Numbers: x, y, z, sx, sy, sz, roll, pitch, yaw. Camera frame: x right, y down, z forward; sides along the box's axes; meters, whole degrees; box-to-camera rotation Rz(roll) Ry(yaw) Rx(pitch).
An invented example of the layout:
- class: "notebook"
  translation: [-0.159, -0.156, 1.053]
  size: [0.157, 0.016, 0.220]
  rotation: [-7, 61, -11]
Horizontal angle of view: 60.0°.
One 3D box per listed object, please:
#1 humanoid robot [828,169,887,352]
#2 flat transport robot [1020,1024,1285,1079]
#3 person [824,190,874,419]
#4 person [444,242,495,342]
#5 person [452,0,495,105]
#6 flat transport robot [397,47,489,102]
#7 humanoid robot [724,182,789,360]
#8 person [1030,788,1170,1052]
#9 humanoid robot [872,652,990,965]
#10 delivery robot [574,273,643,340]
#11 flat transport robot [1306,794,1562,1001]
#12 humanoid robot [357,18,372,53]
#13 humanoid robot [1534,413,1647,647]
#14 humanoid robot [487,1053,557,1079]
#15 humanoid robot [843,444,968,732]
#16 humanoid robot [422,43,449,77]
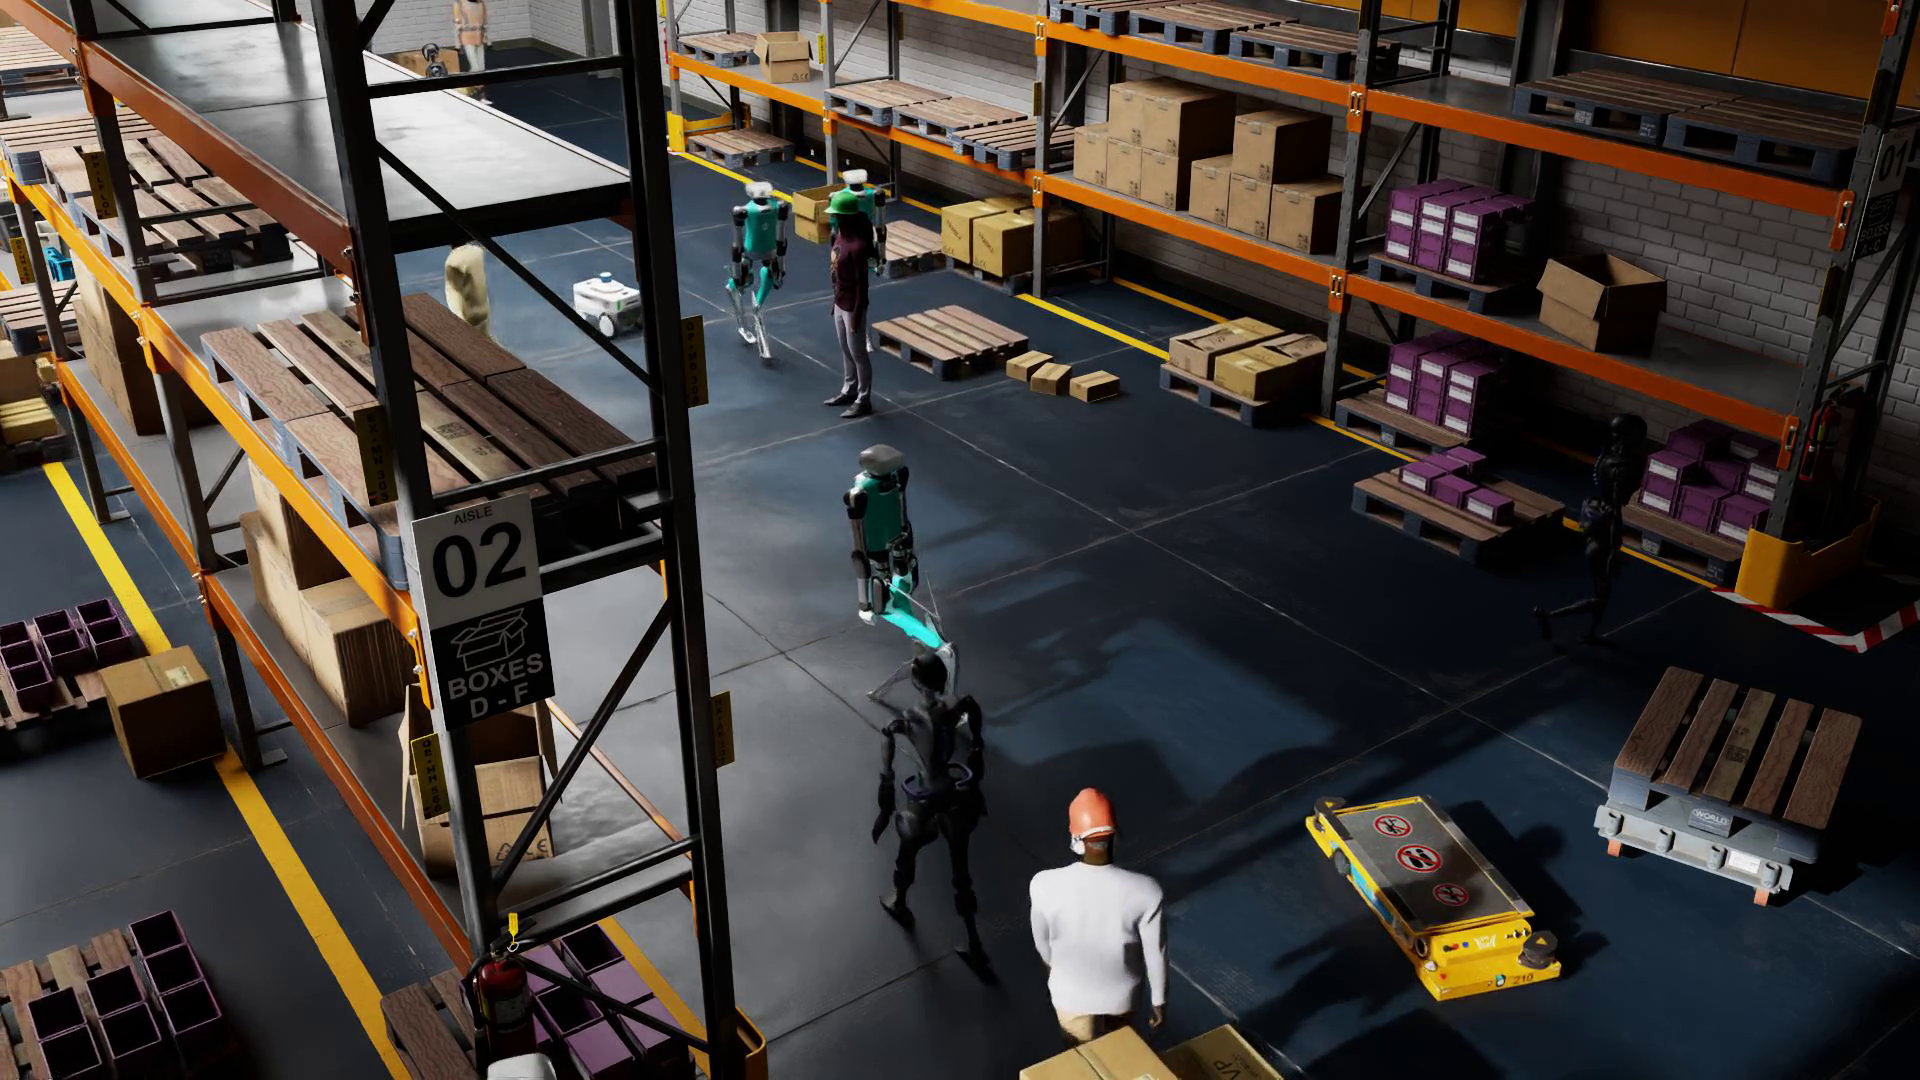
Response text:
- class: "humanoid robot"
  translation: [-1.027, -2.739, 15.838]
  size: [0.547, 1.770, 0.975]
  rotation: [-7, 28, -14]
- class: "flat transport robot"
  translation: [0.982, 2.797, 6.425]
  size: [1.431, 0.231, 0.659]
  rotation: [-14, 30, -26]
- class: "person"
  translation: [-0.919, -2.001, 14.097]
  size: [0.417, 1.952, 0.488]
  rotation: [-13, 29, -24]
- class: "person"
  translation: [-4.307, -1.978, 14.311]
  size: [0.878, 1.702, 0.594]
  rotation: [7, 28, 13]
- class: "person"
  translation: [-7.329, -7.534, 25.148]
  size: [0.431, 1.909, 0.628]
  rotation: [16, 31, 29]
- class: "flat transport robot"
  translation: [-7.707, -6.343, 24.603]
  size: [0.659, 0.231, 1.431]
  rotation: [1, 27, 2]
- class: "humanoid robot"
  translation: [-1.949, -2.523, 15.420]
  size: [0.530, 1.724, 1.034]
  rotation: [-15, 30, -27]
- class: "person"
  translation: [0.564, 1.818, 6.801]
  size: [0.567, 1.684, 0.867]
  rotation: [-1, 27, -1]
- class: "humanoid robot"
  translation: [-0.119, 1.259, 7.967]
  size: [0.593, 1.630, 0.761]
  rotation: [-14, 30, -25]
- class: "delivery robot"
  translation: [-3.423, -2.305, 16.256]
  size: [0.790, 0.597, 0.499]
  rotation: [20, 33, 34]
- class: "flat transport robot"
  translation: [2.379, 1.760, 8.486]
  size: [0.659, 0.231, 1.431]
  rotation: [-7, 28, -14]
- class: "humanoid robot"
  translation: [-8.367, -6.628, 23.673]
  size: [0.783, 1.616, 0.610]
  rotation: [-23, 35, -38]
- class: "humanoid robot"
  translation: [4.029, -0.067, 10.569]
  size: [0.555, 1.643, 0.607]
  rotation: [8, 28, 16]
- class: "humanoid robot"
  translation: [-1.636, 2.507, 5.399]
  size: [0.881, 1.765, 0.538]
  rotation: [-14, 30, -26]
- class: "humanoid robot"
  translation: [-0.206, 0.349, 9.744]
  size: [1.050, 1.788, 0.530]
  rotation: [16, 31, 28]
- class: "humanoid robot"
  translation: [-6.743, -5.591, 21.557]
  size: [0.639, 1.639, 0.608]
  rotation: [-10, 28, -18]
